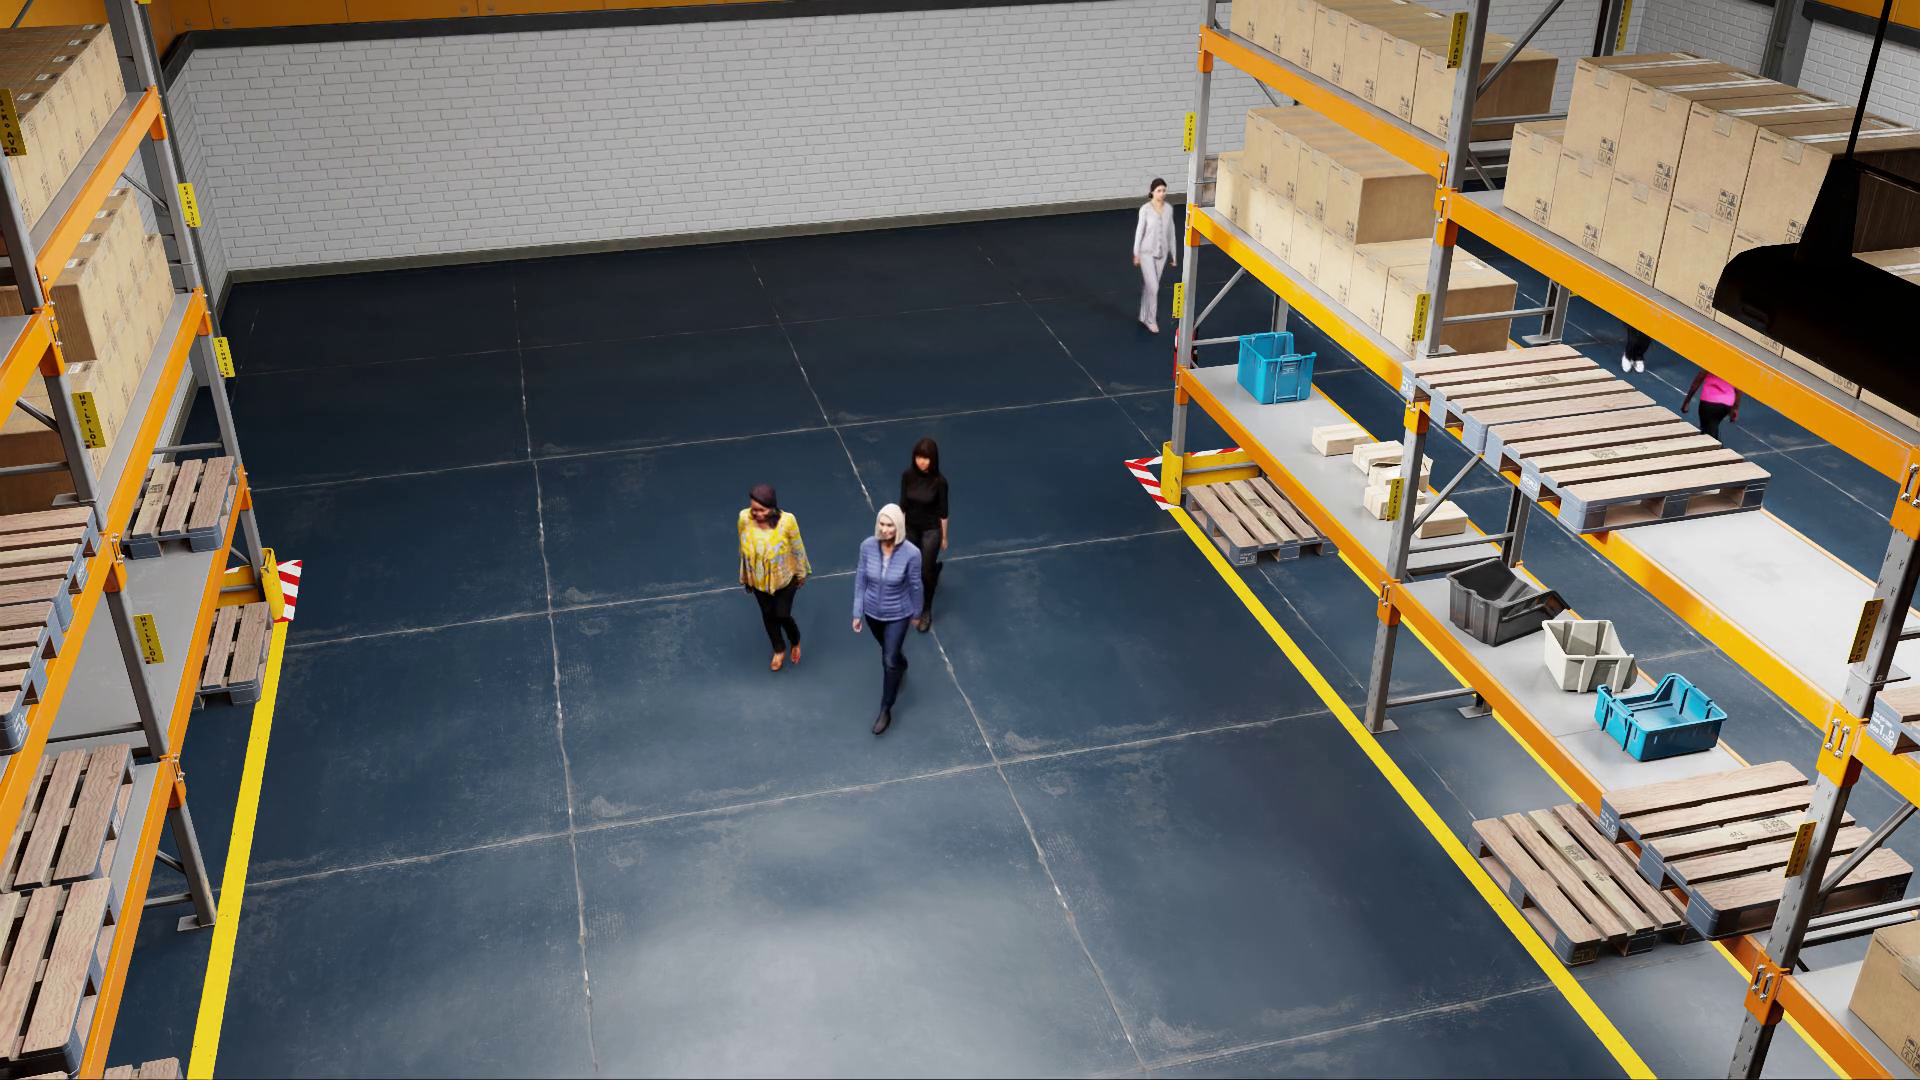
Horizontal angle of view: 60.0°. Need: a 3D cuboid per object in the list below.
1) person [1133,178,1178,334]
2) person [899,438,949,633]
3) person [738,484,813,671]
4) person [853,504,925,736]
[{"bbox_3d":[2.179,-3.312,19.147,0.686,1.756,0.801,-12,31,-21],"label":"person"},{"bbox_3d":[-0.270,-0.107,13.408,0.903,1.625,1.011,11,30,19],"label":"person"},{"bbox_3d":[-1.405,0.234,12.771,0.869,1.637,0.916,7,29,12],"label":"person"},{"bbox_3d":[-0.510,0.479,12.246,1.072,1.709,1.227,10,30,18],"label":"person"}]
